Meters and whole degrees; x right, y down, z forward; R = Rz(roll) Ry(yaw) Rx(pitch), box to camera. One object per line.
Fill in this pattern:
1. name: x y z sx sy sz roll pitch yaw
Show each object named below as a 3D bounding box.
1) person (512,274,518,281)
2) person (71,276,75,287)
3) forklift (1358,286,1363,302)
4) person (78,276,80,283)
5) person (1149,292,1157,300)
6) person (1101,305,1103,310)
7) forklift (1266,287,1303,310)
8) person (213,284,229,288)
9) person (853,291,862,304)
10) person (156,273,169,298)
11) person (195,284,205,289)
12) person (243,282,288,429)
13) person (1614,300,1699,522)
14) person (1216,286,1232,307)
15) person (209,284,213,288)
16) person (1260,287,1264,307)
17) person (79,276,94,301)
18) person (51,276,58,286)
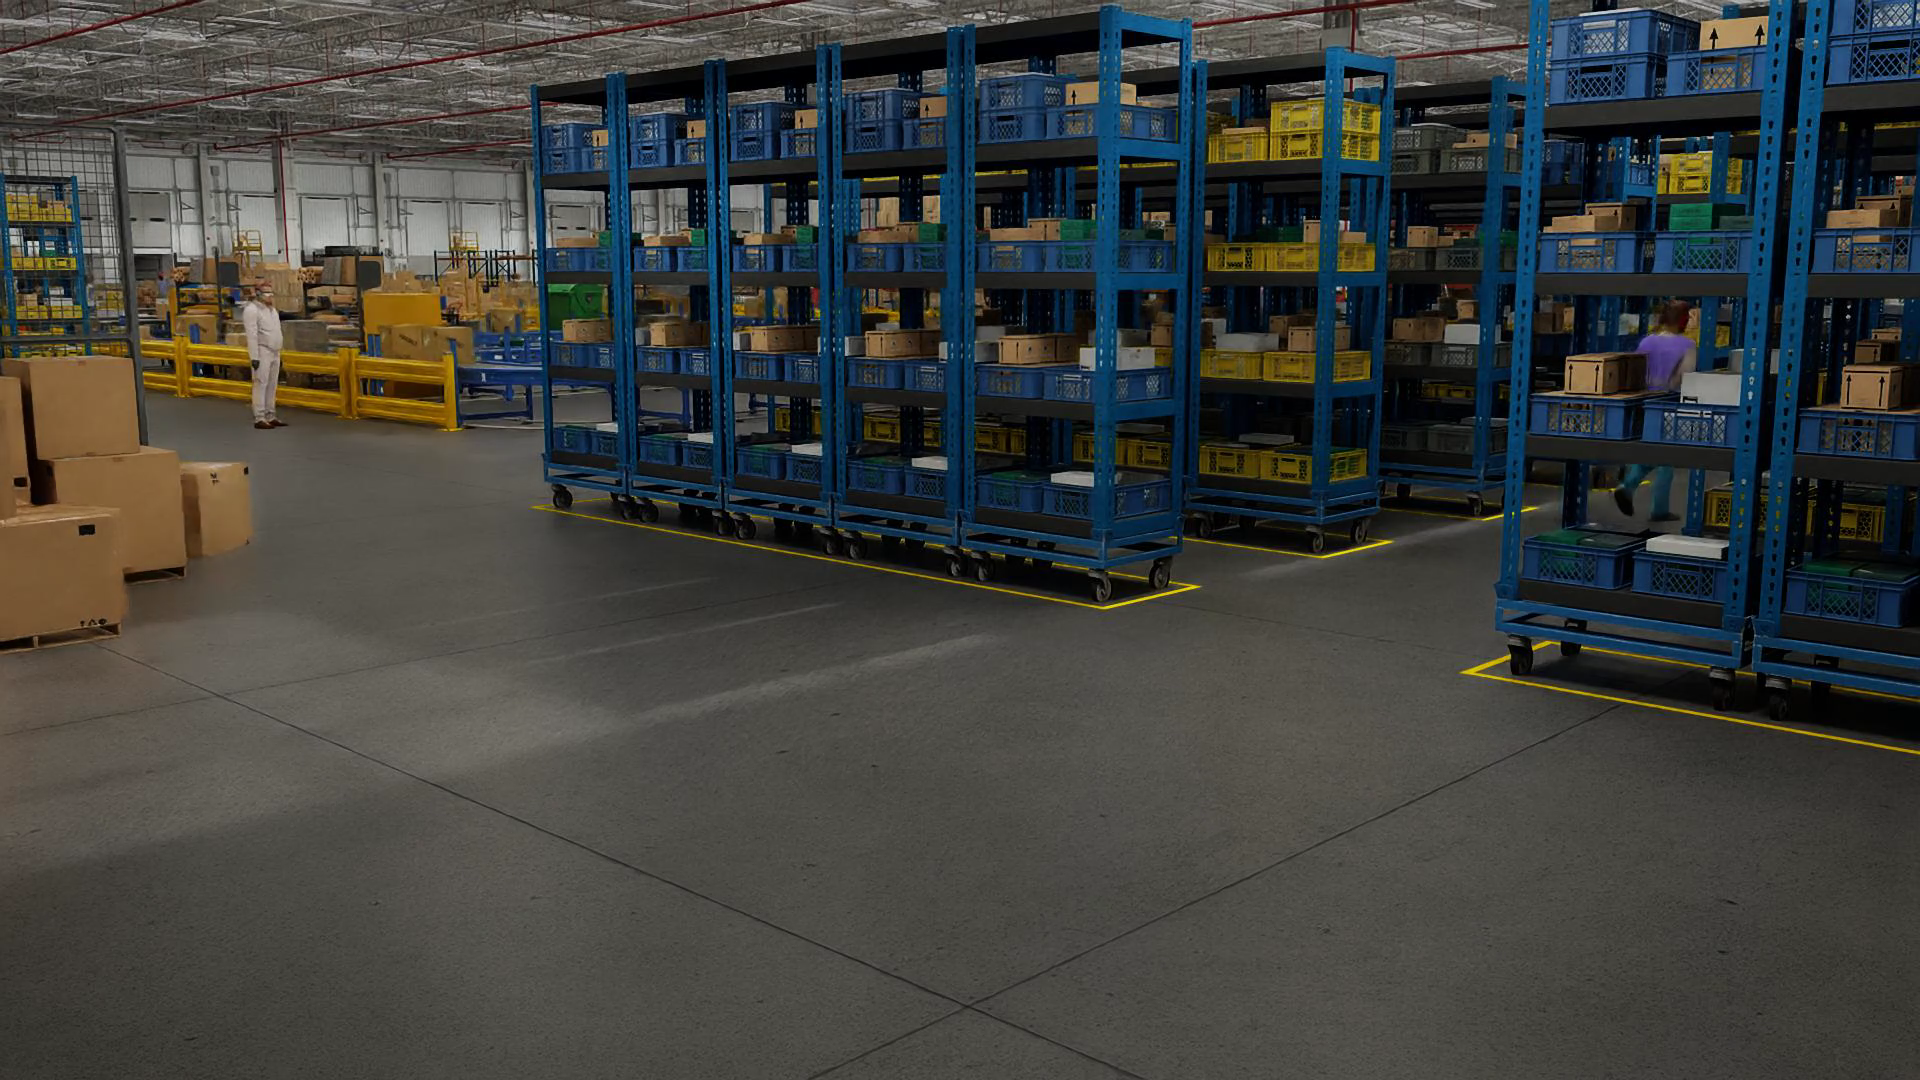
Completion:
1. person: -21.396 -11.935 80.338 0.967 1.847 0.586 4 10 22
2. person: -43.210 -12.118 81.195 0.490 1.909 0.631 -1 9 -5
3. forklift: 11.100 -7.017 46.970 1.873 2.768 1.129 9 13 43
4. person: -45.086 -12.827 85.303 0.387 1.989 0.623 4 10 25
5. person: 5.711 -6.858 49.610 0.317 1.695 0.540 -1 9 -8
6. person: 2.939 -4.216 33.211 0.544 1.754 0.364 5 11 30
7. forklift: 10.769 -8.203 54.240 1.129 2.768 1.873 8 12 42
8. person: -26.505 -8.633 59.747 0.544 1.943 0.347 -3 10 -17
9. person: -4.137 -9.884 68.162 0.537 1.695 0.320 -3 10 -19
10. person: -37.091 -11.462 77.256 0.574 1.884 0.971 1 9 6
11. person: -24.985 -7.794 54.719 1.024 1.917 0.608 0 9 -2
12. person: -9.019 -2.401 21.652 0.401 1.904 0.650 1 9 6
13. person: 5.704 -1.040 13.563 0.497 1.825 0.589 -4 10 -21
14. person: 4.268 -3.232 26.623 0.603 1.945 0.390 3 10 16
15. person: -33.753 -11.189 75.506 0.632 1.915 0.801 3 10 20
16. person: 8.176 -6.397 46.176 0.561 1.891 0.960 1 9 7
17. person: -28.525 -7.686 54.125 0.623 1.871 0.988 5 10 28
18. person: -34.794 -9.277 64.067 0.535 1.832 0.953 3 10 17
